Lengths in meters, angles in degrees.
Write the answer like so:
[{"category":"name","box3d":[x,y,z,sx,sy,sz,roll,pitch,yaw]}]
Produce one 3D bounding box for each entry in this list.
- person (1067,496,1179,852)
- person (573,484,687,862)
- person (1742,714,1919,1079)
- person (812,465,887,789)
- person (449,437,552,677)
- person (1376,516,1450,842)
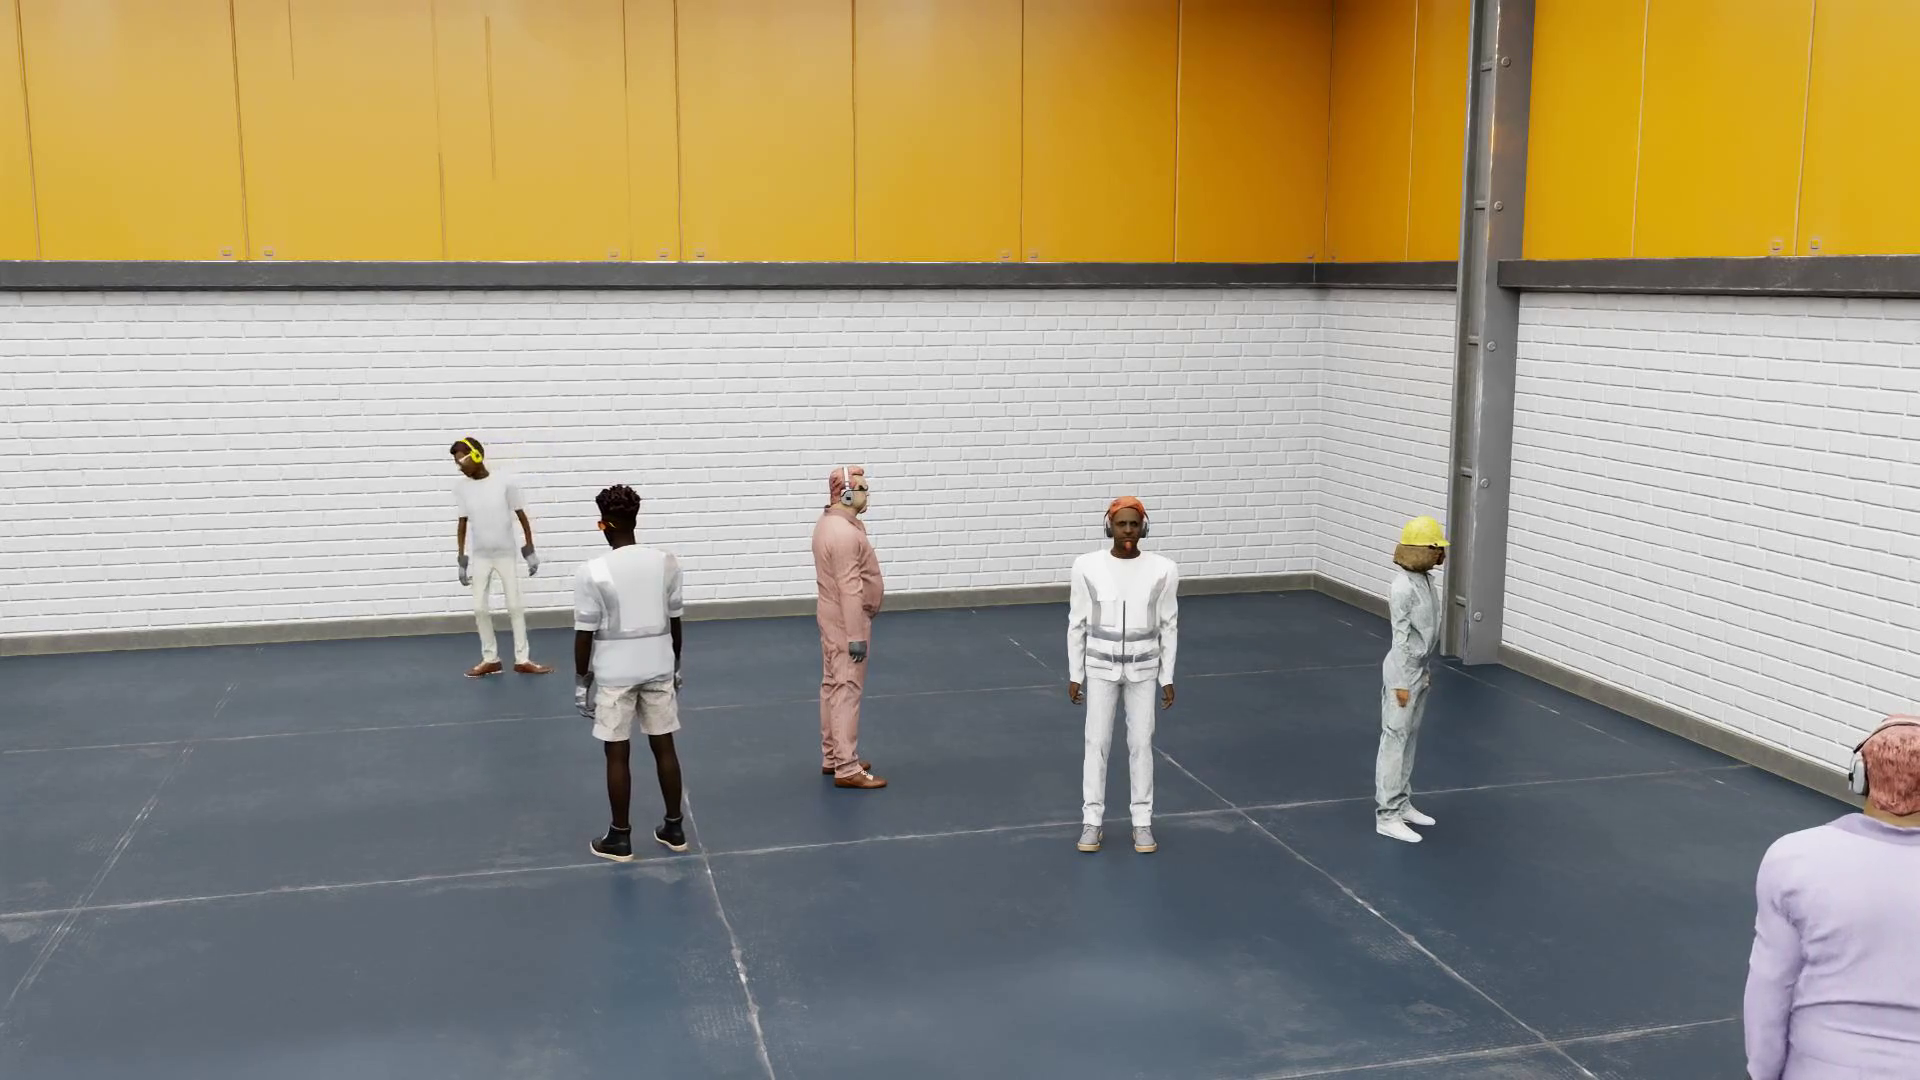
[{"category":"person","box3d":[0.849,0.706,8.723,0.575,1.879,0.355,1,9,3]},{"category":"person","box3d":[-1.718,0.683,8.662,0.617,1.953,0.400,-6,11,-34]},{"category":"person","box3d":[2.394,1.393,4.349,0.652,1.906,0.403,4,10,22]},{"category":"person","box3d":[-0.653,0.508,9.870,0.407,1.909,0.639,-3,9,-16]},{"category":"person","box3d":[-3.418,0.147,12.429,0.690,1.821,0.342,0,9,-1]},{"category":"person","box3d":[2.451,0.732,8.977,0.311,1.744,0.486,6,11,32]}]
